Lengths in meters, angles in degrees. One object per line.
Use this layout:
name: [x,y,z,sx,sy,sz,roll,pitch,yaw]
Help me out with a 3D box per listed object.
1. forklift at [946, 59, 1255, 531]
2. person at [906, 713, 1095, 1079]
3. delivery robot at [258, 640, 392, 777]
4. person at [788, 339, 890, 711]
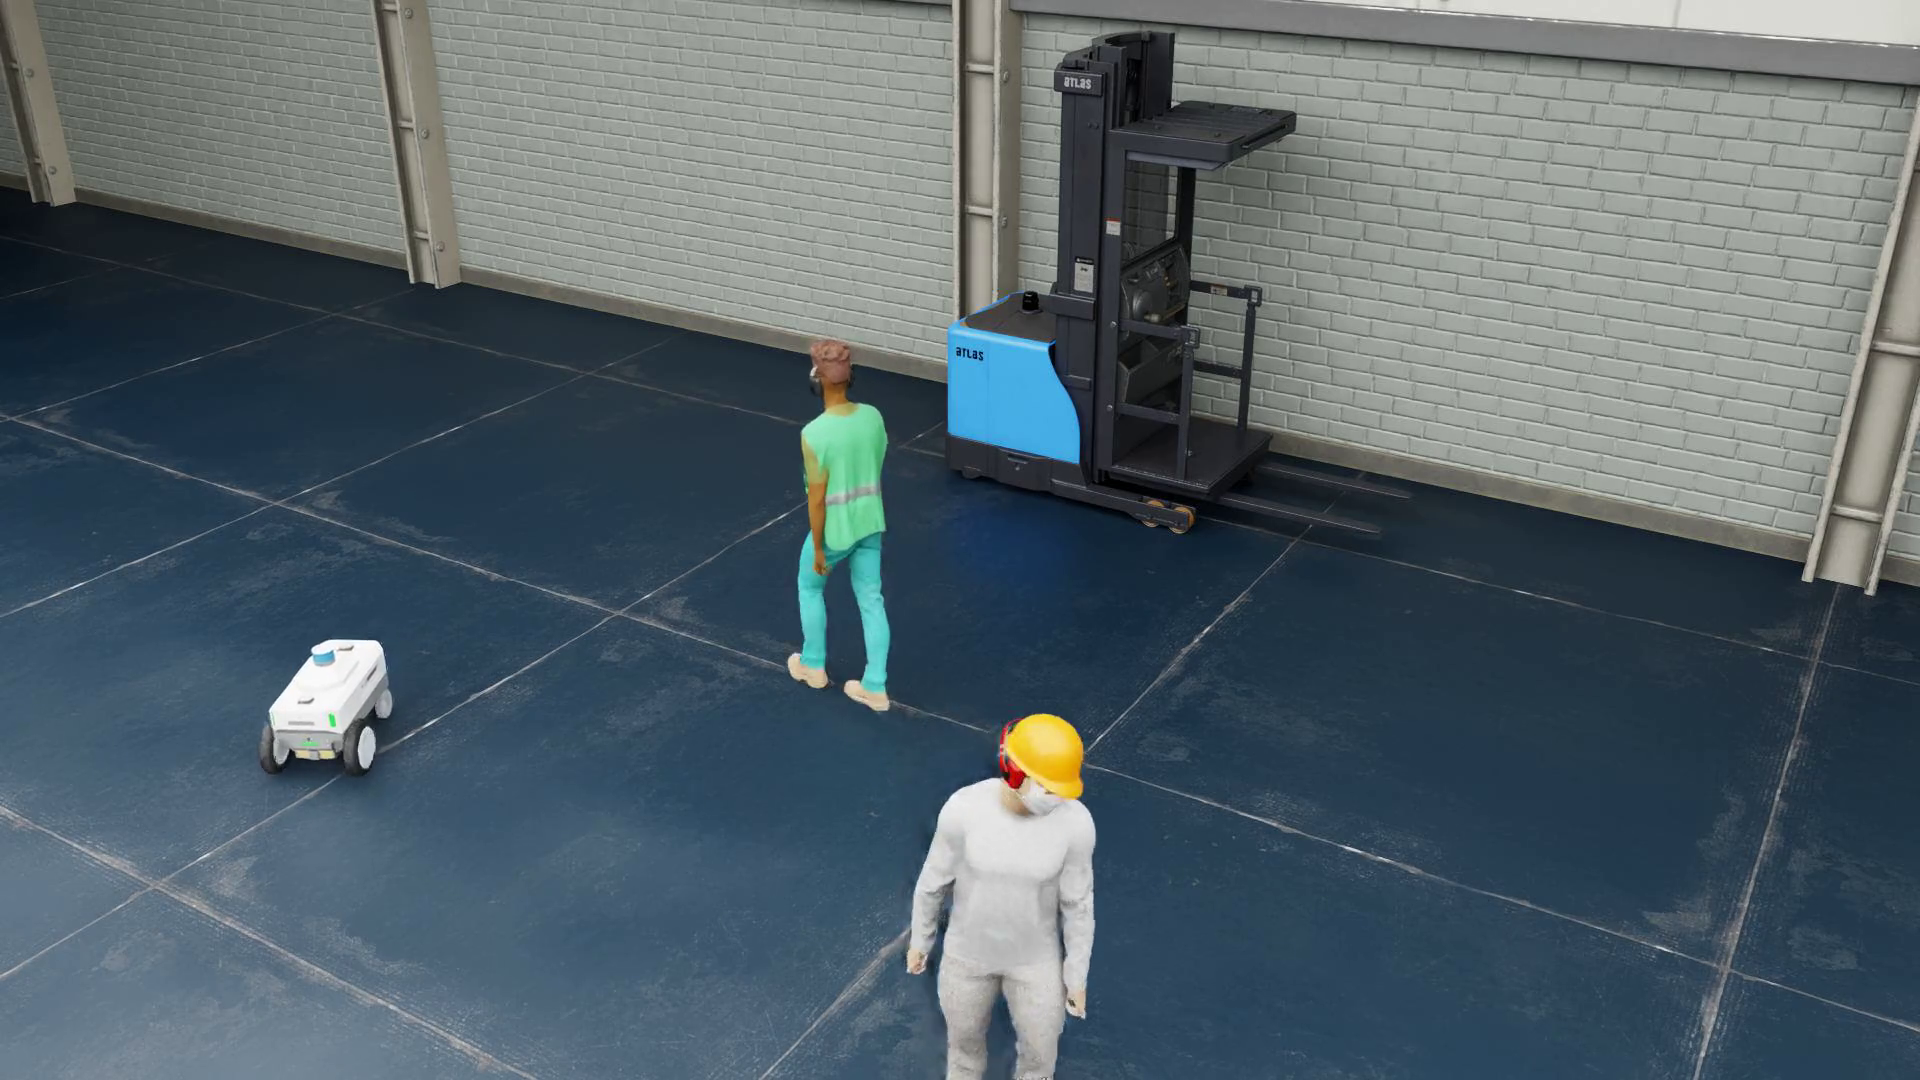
forklift: [0.933,-1.707,10.833,1.873,2.768,1.129,15,29,28]
person: [0.091,1.366,5.527,0.695,1.868,0.367,3,25,5]
delivery robot: [-3.111,0.791,8.221,0.499,0.568,0.747,1,25,2]
person: [-0.636,-0.091,8.491,0.492,1.952,0.815,-17,30,-32]
